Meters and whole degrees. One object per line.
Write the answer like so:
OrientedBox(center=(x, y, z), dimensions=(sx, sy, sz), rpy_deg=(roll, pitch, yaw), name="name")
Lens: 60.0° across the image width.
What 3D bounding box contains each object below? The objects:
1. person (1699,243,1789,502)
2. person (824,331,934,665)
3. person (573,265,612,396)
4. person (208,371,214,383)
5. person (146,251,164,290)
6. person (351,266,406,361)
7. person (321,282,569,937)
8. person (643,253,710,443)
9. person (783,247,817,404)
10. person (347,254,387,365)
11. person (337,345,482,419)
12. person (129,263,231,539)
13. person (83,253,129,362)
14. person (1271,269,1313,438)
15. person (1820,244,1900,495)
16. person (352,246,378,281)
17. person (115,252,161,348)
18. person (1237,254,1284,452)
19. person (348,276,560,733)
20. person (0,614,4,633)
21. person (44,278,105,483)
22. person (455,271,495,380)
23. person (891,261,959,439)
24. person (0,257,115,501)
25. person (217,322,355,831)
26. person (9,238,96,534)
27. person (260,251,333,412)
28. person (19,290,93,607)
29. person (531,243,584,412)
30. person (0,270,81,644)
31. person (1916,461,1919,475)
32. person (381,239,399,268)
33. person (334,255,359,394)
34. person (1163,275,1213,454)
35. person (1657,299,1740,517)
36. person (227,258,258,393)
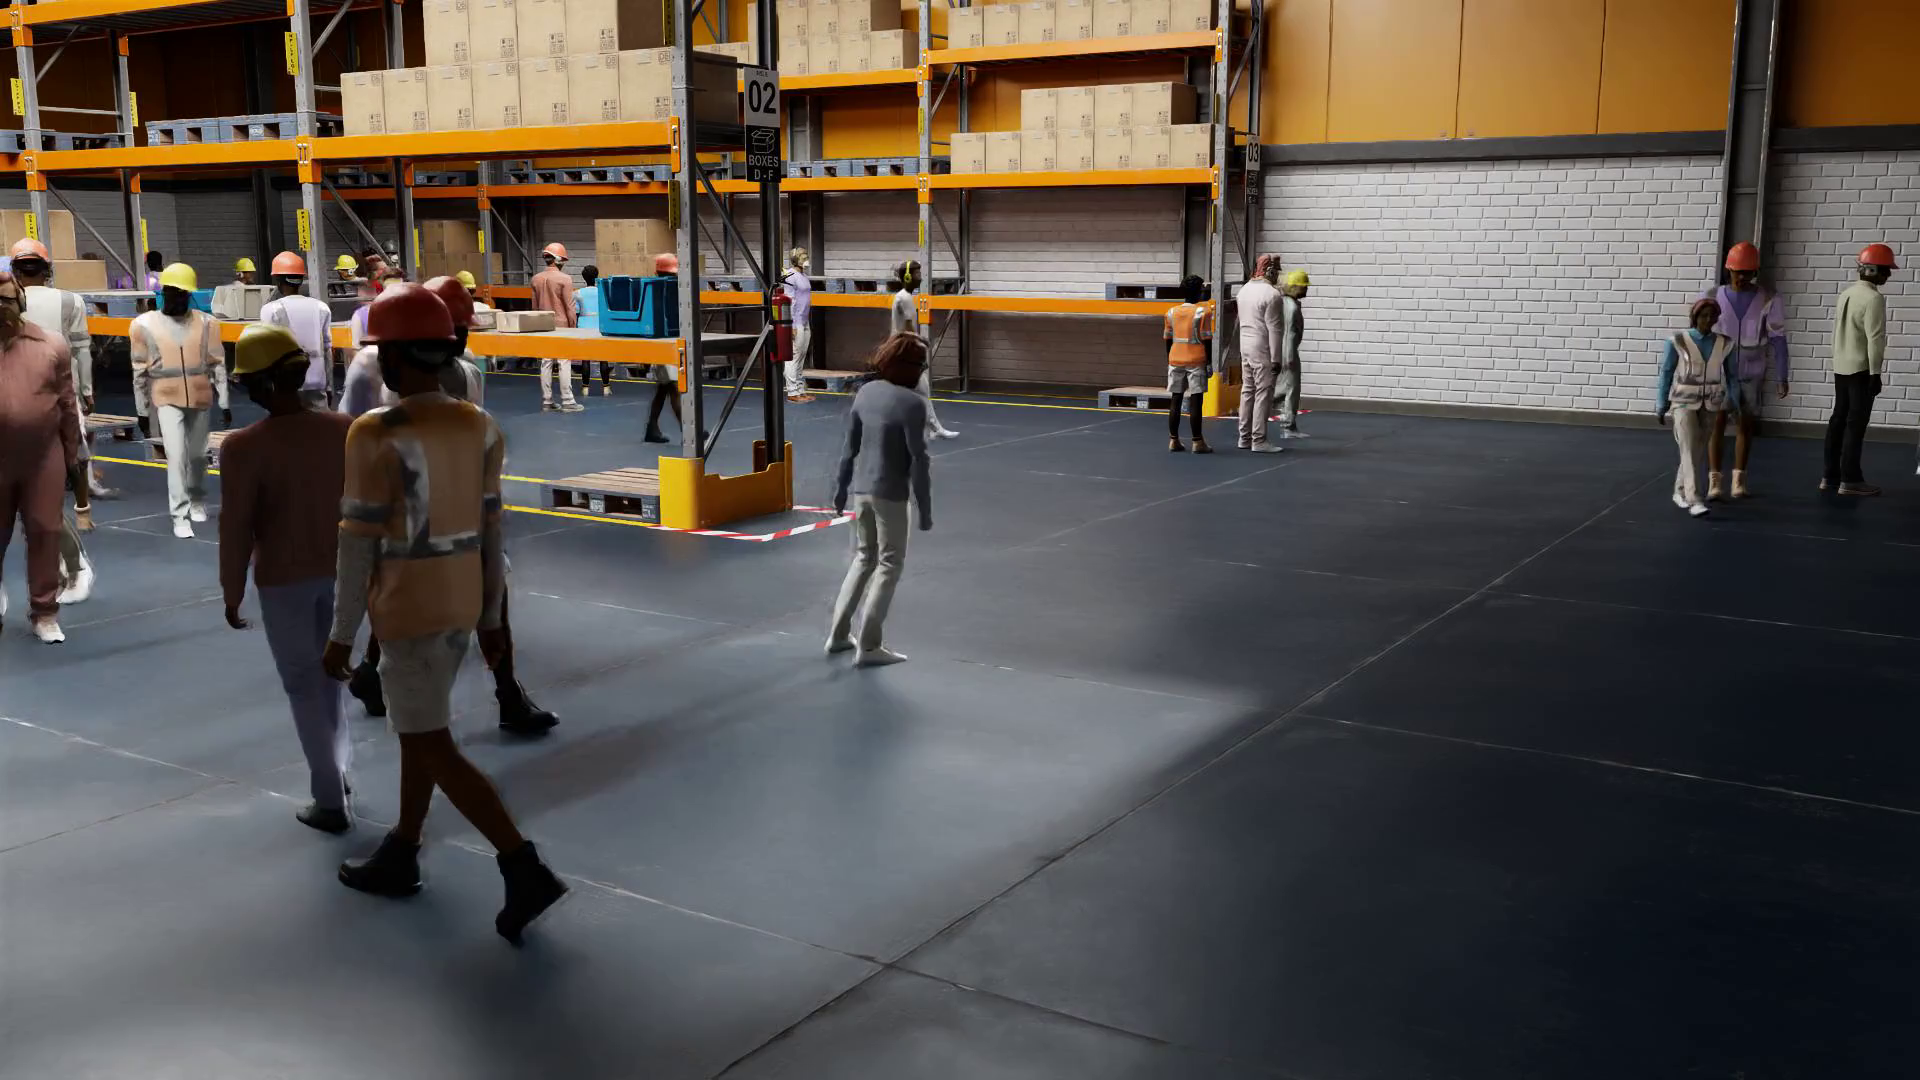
OrientedBox(center=(6.018, -1.280, 12.838), dimensions=(0.664, 1.992, 0.884), rpy_deg=(4, 11, 21), name="person")
OrientedBox(center=(-0.348, -0.194, 7.923), dimensions=(0.410, 1.597, 0.537), rpy_deg=(-9, 13, -40), name="person")
OrientedBox(center=(-4.759, -2.706, 21.573), dimensions=(0.535, 1.700, 0.318), rpy_deg=(-2, 10, -12), name="person")
OrientedBox(center=(-10.908, -2.993, 23.487), dimensions=(0.712, 1.583, 0.525), rpy_deg=(2, 10, 10), name="person")
OrientedBox(center=(-12.177, -3.462, 25.361), dimensions=(0.984, 1.860, 0.607), rpy_deg=(4, 11, 23), name="person")
OrientedBox(center=(-4.210, -1.099, 12.291), dimensions=(0.464, 1.834, 0.562), rpy_deg=(7, 13, 36), name="person")
OrientedBox(center=(-1.525, 0.201, 4.895), dimensions=(0.926, 1.909, 0.542), rpy_deg=(4, 11, 22), name="person")
OrientedBox(center=(-2.819, -1.864, 16.373), dimensions=(0.978, 1.883, 0.569), rpy_deg=(7, 12, 34), name="person")
OrientedBox(center=(-2.007, -2.670, 20.709), dimensions=(0.372, 1.940, 0.631), rpy_deg=(2, 10, 12), name="person")
OrientedBox(center=(-5.581, -1.773, 15.891), dimensions=(0.559, 1.892, 0.650), rpy_deg=(8, 13, 39), name="person")
OrientedBox(center=(-2.734, -0.337, 8.183), dimensions=(0.748, 1.781, 0.950), rpy_deg=(-7, 13, -35), name="person")
OrientedBox(center=(-5.442, -0.990, 11.626), dimensions=(0.600, 1.874, 0.947), rpy_deg=(-8, 13, -38), name="person")
OrientedBox(center=(-13.764, -3.734, 26.942), dimensions=(1.045, 1.832, 0.647), rpy_deg=(-6, 12, -28), name="person")
OrientedBox(center=(3.300, -1.893, 16.970), dimensions=(0.533, 1.725, 0.507), rpy_deg=(1, 10, 6), name="person")
OrientedBox(center=(7.211, -1.361, 13.313), dimensions=(0.398, 1.986, 0.622), rpy_deg=(0, 10, 1), name="person")
OrientedBox(center=(-6.378, -2.230, 18.214), dimensions=(0.610, 1.956, 0.389), rpy_deg=(-6, 12, -32), name="person")
OrientedBox(center=(-10.730, -2.856, 21.808), dimensions=(0.559, 1.914, 0.577), rpy_deg=(-6, 12, -31), name="person")
OrientedBox(center=(2.902, -1.779, 15.908), dimensions=(0.401, 1.894, 0.653), rpy_deg=(-4, 11, -21), name="person")
OrientedBox(center=(-2.172, -0.142, 6.881), dimensions=(1.035, 1.891, 0.552), rpy_deg=(6, 12, 28), name="person")
OrientedBox(center=(-3.234, 0.208, 4.898), dimensions=(1.011, 1.883, 0.648), rpy_deg=(4, 11, 21), name="person")
OrientedBox(center=(-7.332, -1.318, 13.360), dimensions=(0.620, 1.886, 0.847), rpy_deg=(4, 11, 22), name="person")
OrientedBox(center=(-4.982, -1.855, 16.800), dimensions=(0.525, 1.729, 0.834), rpy_deg=(-6, 12, -32), name="person")
OrientedBox(center=(-0.545, -1.906, 16.826), dimensions=(1.002, 1.822, 0.504), rpy_deg=(2, 10, 8), name="person")
OrientedBox(center=(-6.990, -1.216, 12.786), dimensions=(0.778, 1.897, 0.432), rpy_deg=(1, 10, 5), name="person")
OrientedBox(center=(-2.299, 0.127, 5.733), dimensions=(0.565, 1.740, 0.538), rpy_deg=(7, 13, 36), name="person")
OrientedBox(center=(-6.249, -1.028, 11.347), dimensions=(0.605, 2.033, 0.391), rpy_deg=(-7, 12, -34), name="person")
OrientedBox(center=(-4.889, -1.147, 12.270), dimensions=(0.379, 1.937, 0.548), rpy_deg=(7, 13, 35), name="person")
OrientedBox(center=(-5.059, -0.524, 9.091), dimensions=(0.542, 1.837, 0.448), rpy_deg=(2, 10, 10), name="person")
OrientedBox(center=(-4.758, -2.499, 19.631), dimensions=(0.611, 1.985, 0.393), rpy_deg=(5, 11, 25), name="person")
OrientedBox(center=(-4.846, -0.431, 8.478), dimensions=(0.649, 1.883, 0.749), rpy_deg=(-8, 13, -37), name="person")
OrientedBox(center=(8.582, -1.421, 14.078), dimensions=(0.521, 1.834, 0.751), rpy_deg=(-10, 14, -43), name="person")
OrientedBox(center=(-8.247, -3.368, 24.292), dimensions=(0.537, 2.000, 0.682), rpy_deg=(5, 11, 24), name="person")
OrientedBox(center=(-7.970, -2.807, 21.779), dimensions=(0.587, 1.826, 0.404), rpy_deg=(5, 12, 28), name="person")
OrientedBox(center=(2.184, -1.669, 15.839), dimensions=(0.529, 1.694, 0.321), rpy_deg=(9, 14, 41), name="person")
OrientedBox(center=(5.467, -0.981, 12.291), dimensions=(0.536, 1.586, 0.855), rpy_deg=(0, 10, 2), name="person")
OrientedBox(center=(-9.416, -2.814, 21.923), dimensions=(0.887, 1.796, 0.611), rpy_deg=(2, 11, 13), name="person")
